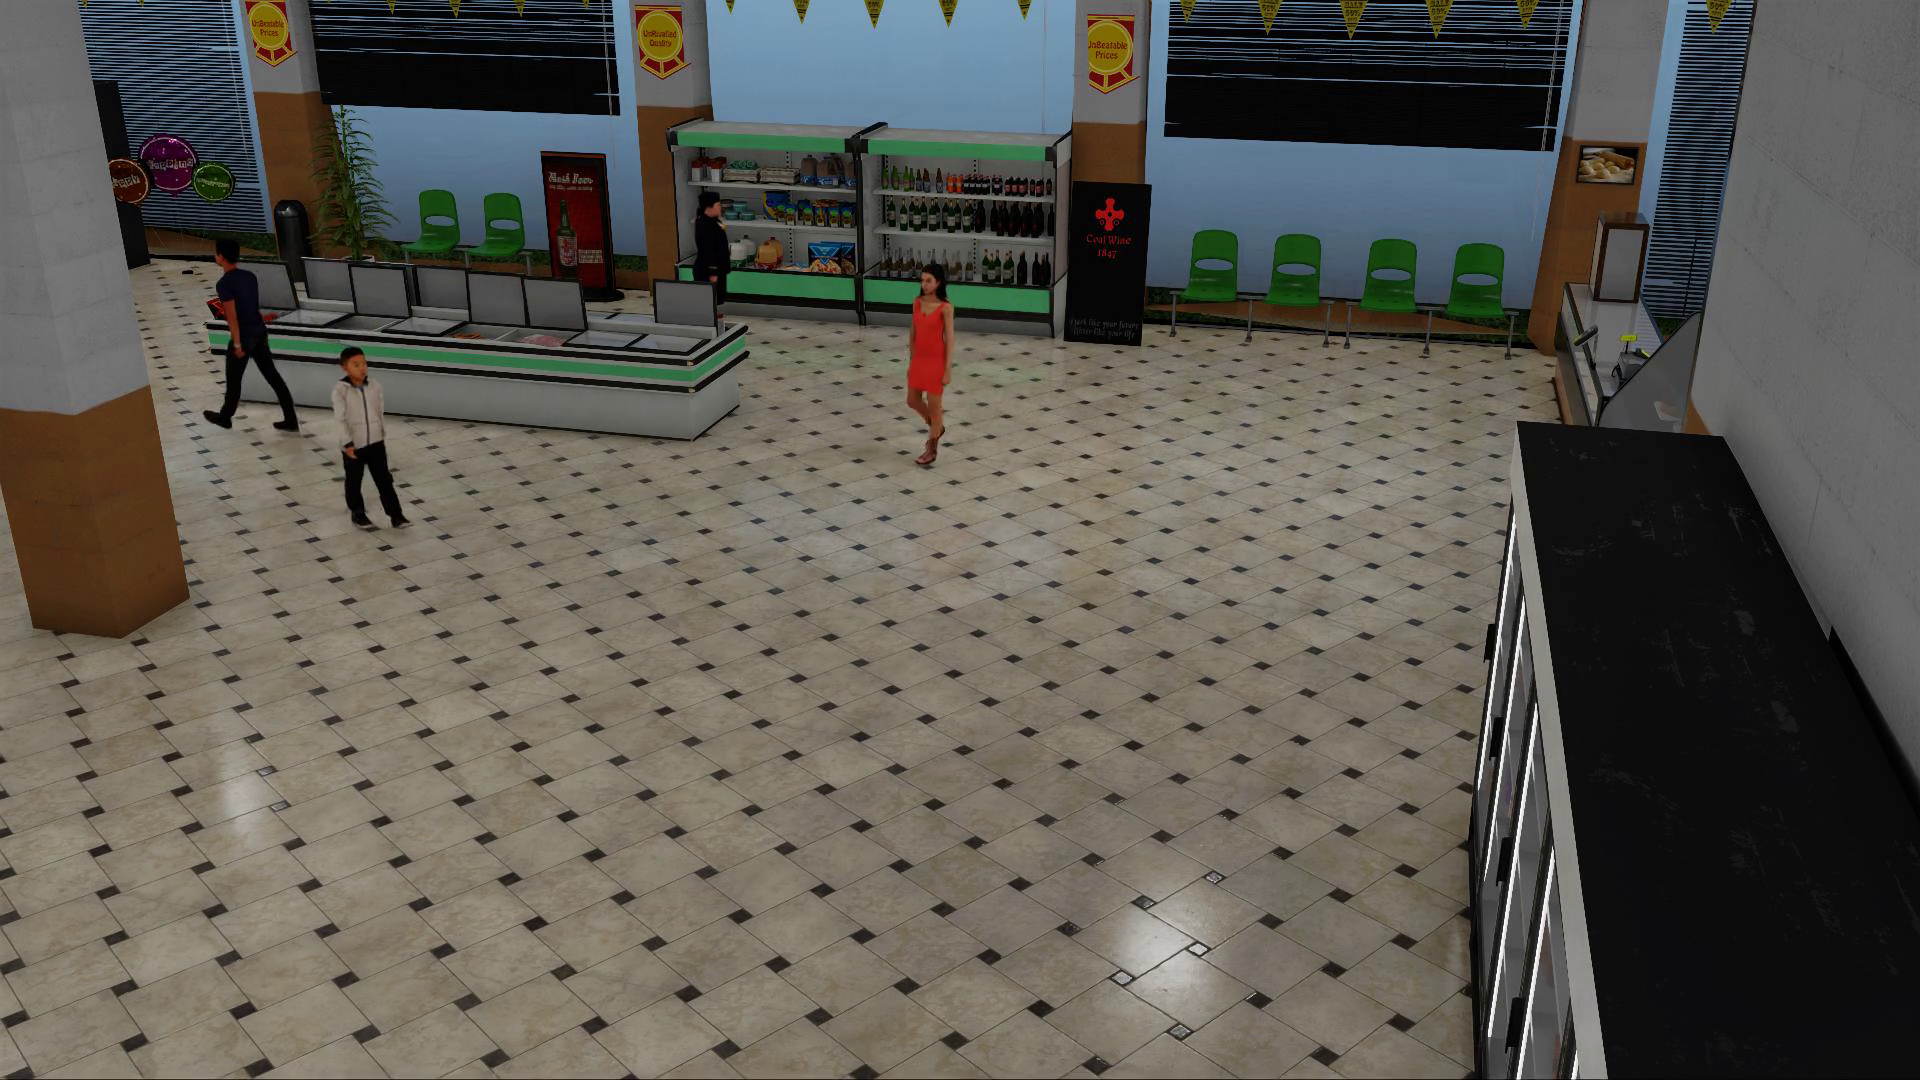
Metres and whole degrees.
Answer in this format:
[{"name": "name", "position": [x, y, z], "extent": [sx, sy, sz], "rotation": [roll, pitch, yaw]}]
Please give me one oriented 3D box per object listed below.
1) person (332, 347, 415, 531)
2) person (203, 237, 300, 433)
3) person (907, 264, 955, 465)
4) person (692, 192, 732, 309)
[{"name": "person", "position": [-4.588, -0.758, 12.629], "extent": [0.964, 1.429, 0.817], "rotation": [20, 29, 40]}, {"name": "person", "position": [-6.211, -1.755, 14.698], "extent": [1.114, 1.736, 0.673], "rotation": [6, 23, 15]}, {"name": "person", "position": [-0.206, -1.506, 14.110], "extent": [0.728, 1.713, 0.778], "rotation": [14, 26, 32]}, {"name": "person", "position": [-2.609, -2.799, 17.384], "extent": [0.731, 1.672, 0.757], "rotation": [-1, 22, -2]}]
